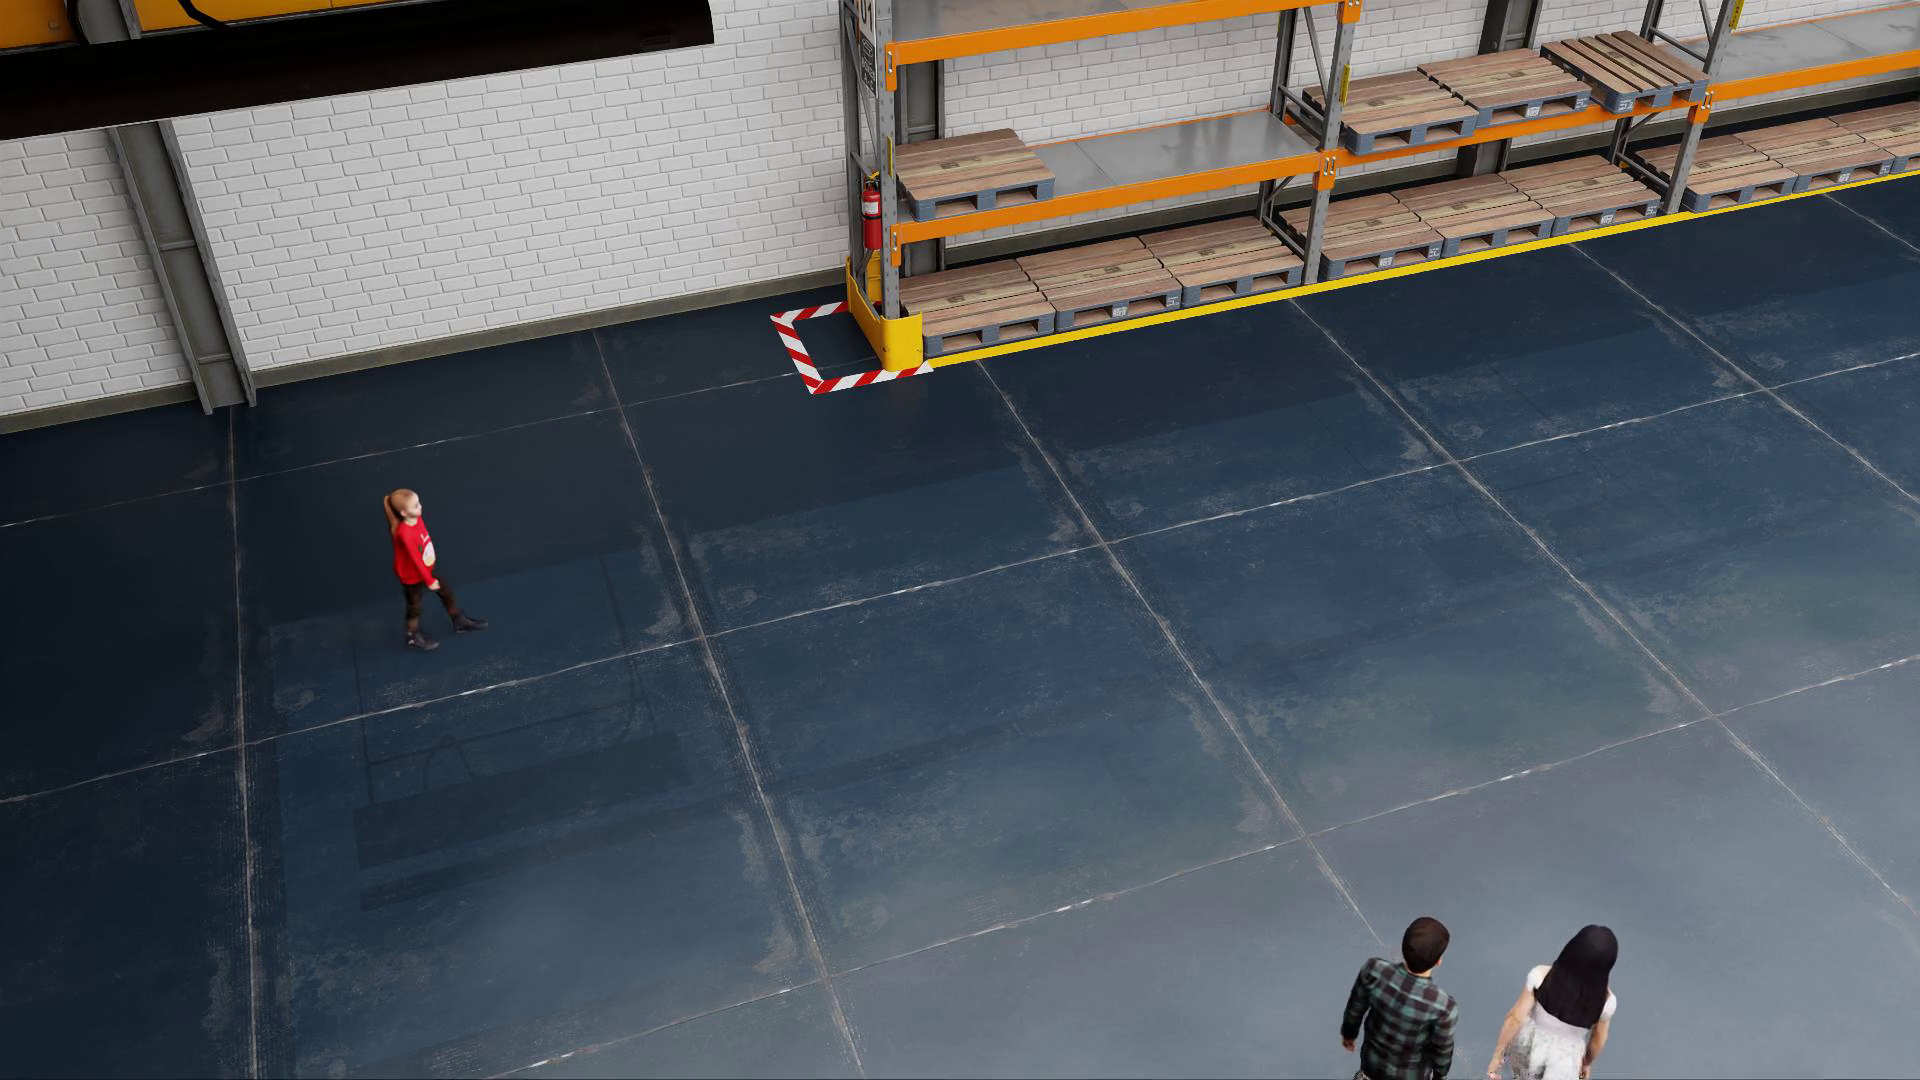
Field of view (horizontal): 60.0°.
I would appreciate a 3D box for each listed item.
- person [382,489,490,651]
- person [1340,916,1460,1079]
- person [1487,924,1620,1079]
[{"bbox_3d":[-3.638,0.213,10.964,0.825,1.262,0.651,0,39,1],"label":"person"},{"bbox_3d":[2.015,2.428,7.748,0.864,1.703,0.906,28,47,31],"label":"person"},{"bbox_3d":[2.655,2.523,7.723,1.083,1.699,1.261,19,42,22],"label":"person"}]
